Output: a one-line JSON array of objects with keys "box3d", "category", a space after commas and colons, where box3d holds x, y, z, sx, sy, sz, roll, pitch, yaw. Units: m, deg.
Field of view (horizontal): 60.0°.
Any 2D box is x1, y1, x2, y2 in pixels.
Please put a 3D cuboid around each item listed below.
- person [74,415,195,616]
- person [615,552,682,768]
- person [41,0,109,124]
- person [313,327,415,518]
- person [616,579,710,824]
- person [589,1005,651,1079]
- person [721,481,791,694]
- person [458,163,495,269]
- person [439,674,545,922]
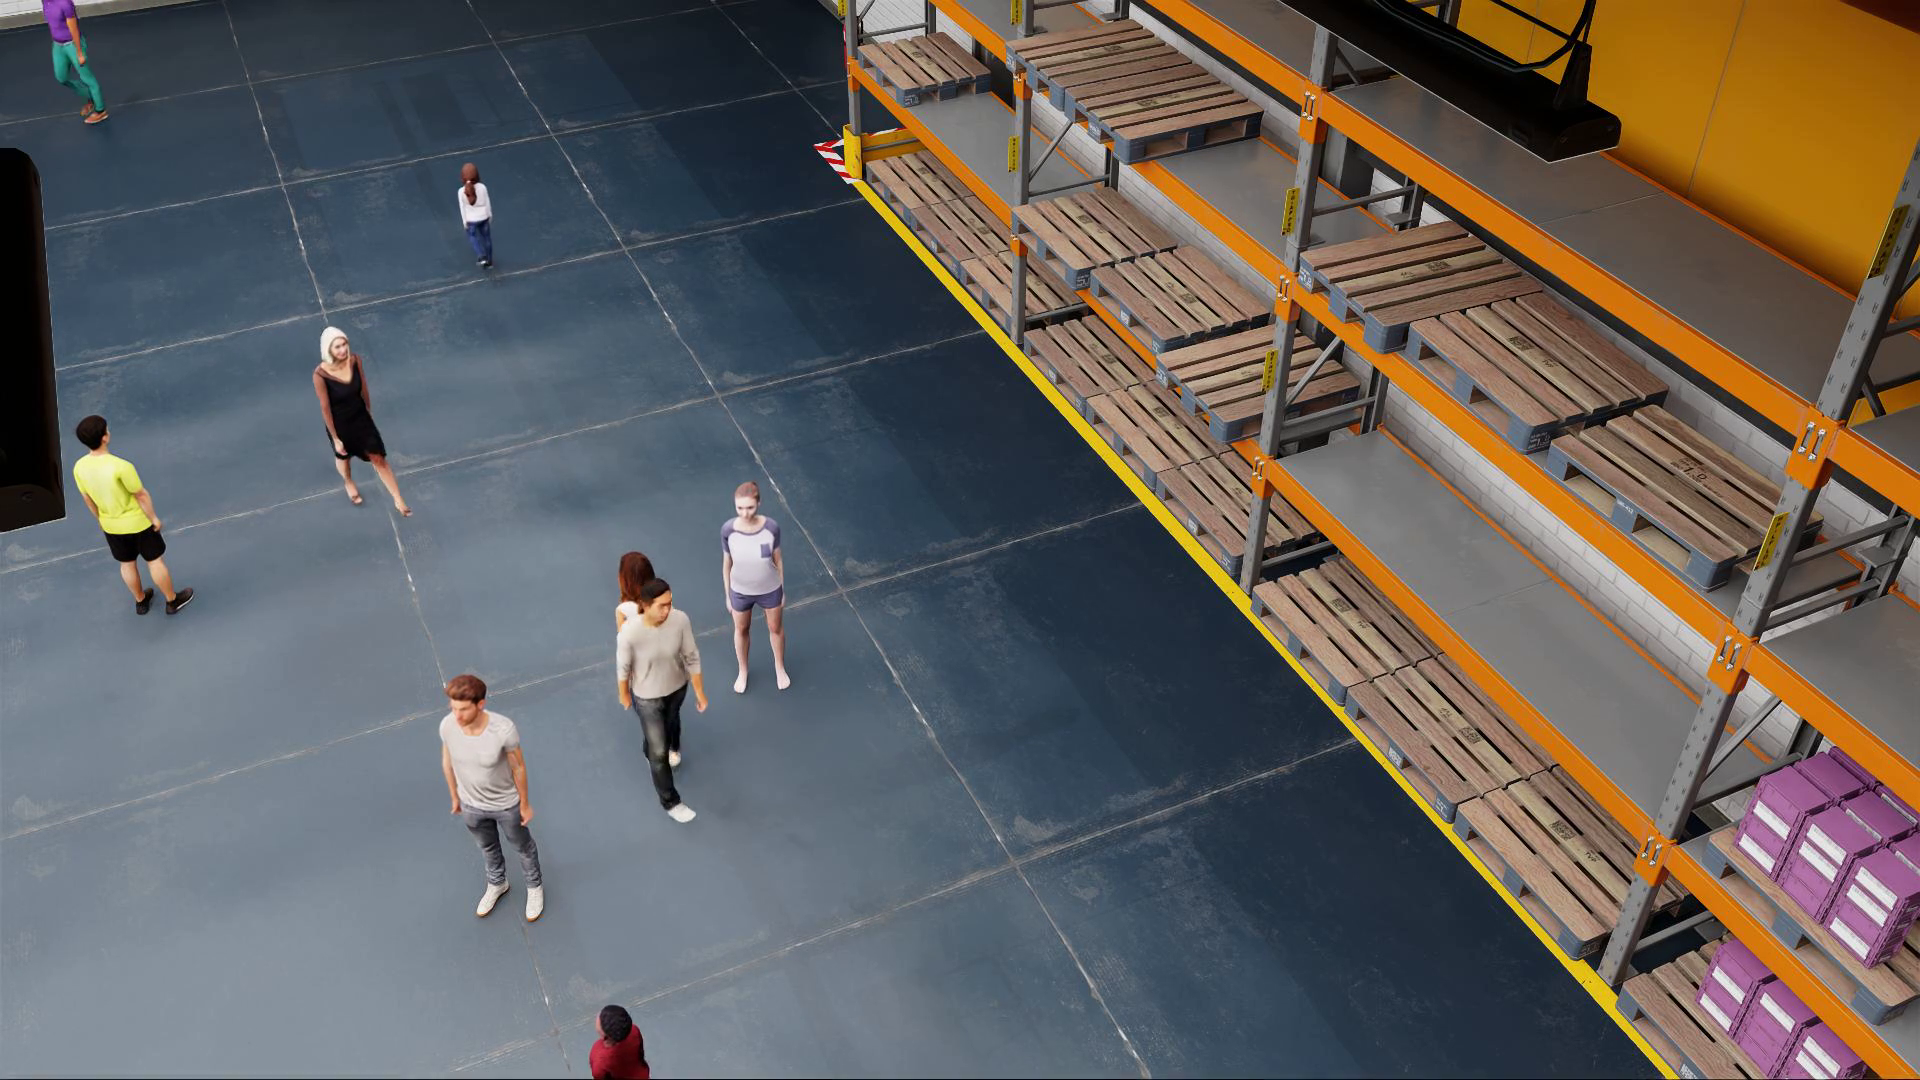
[{"box3d": [-6.120, -0.161, 12.193, 0.705, 1.708, 0.706, 3, 39, 4], "category": "person"}, {"box3d": [-1.941, 0.856, 10.866, 0.668, 1.775, 0.726, -28, 46, -30], "category": "person"}, {"box3d": [-10.114, -5.673, 19.054, 0.782, 1.759, 0.844, 15, 41, 18], "category": "person"}, {"box3d": [-4.891, -0.943, 13.181, 1.135, 1.697, 0.864, 32, 48, 33], "category": "person"}, {"box3d": [-1.987, 0.910, 10.800, 0.789, 1.774, 1.116, -22, 44, -25], "category": "person"}, {"box3d": [-1.725, 2.888, 8.744, 0.773, 1.249, 0.678, 22, 44, 25], "category": "person"}, {"box3d": [-1.414, 0.324, 11.540, 0.649, 1.766, 0.652, -4, 39, -5], "category": "person"}, {"box3d": [-4.778, -3.190, 16.472, 0.450, 1.103, 0.480, -18, 42, -21], "category": "person"}, {"box3d": [-2.797, 1.523, 9.933, 0.739, 1.899, 0.743, 4, 39, 5], "category": "person"}]
